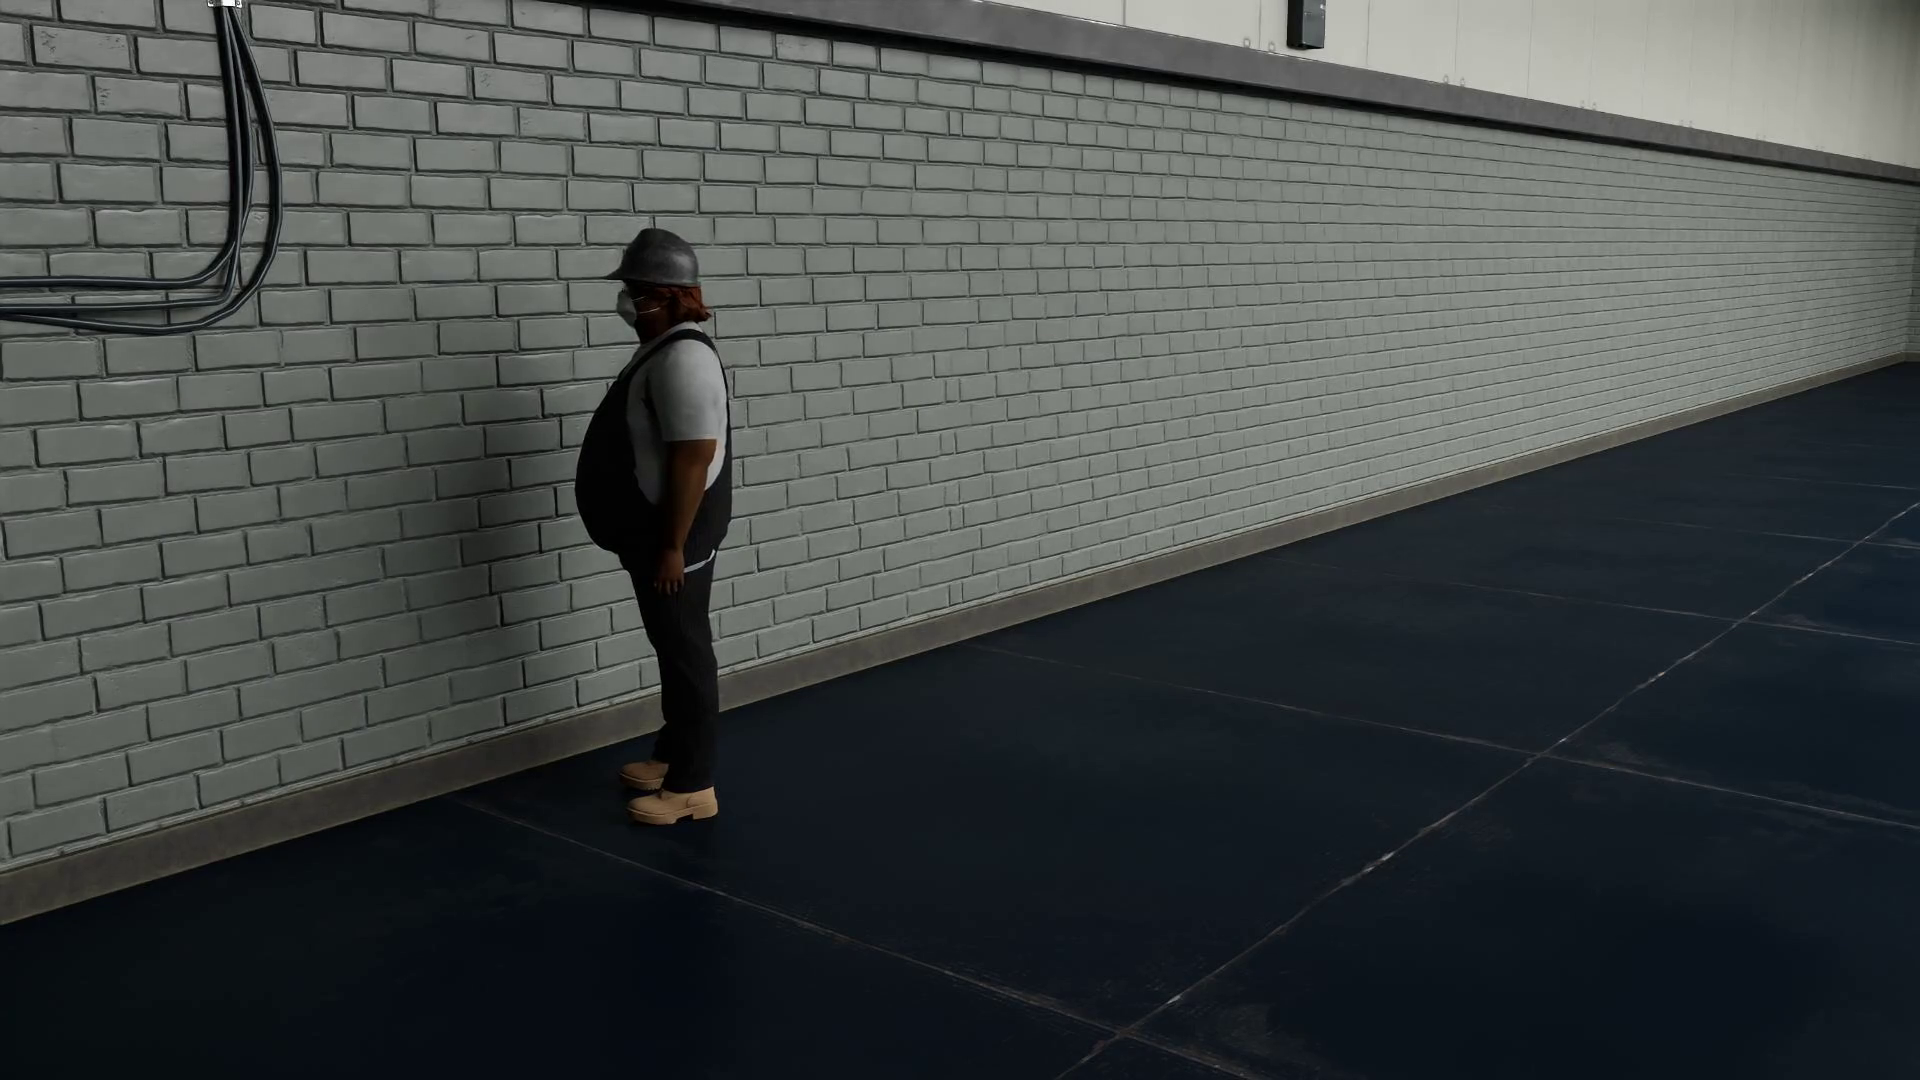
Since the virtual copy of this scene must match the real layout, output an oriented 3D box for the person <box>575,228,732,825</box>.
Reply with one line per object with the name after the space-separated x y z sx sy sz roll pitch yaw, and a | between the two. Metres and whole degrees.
-1.065 -0.033 5.816 0.537 2.000 0.682 -2 11 -13 | person
